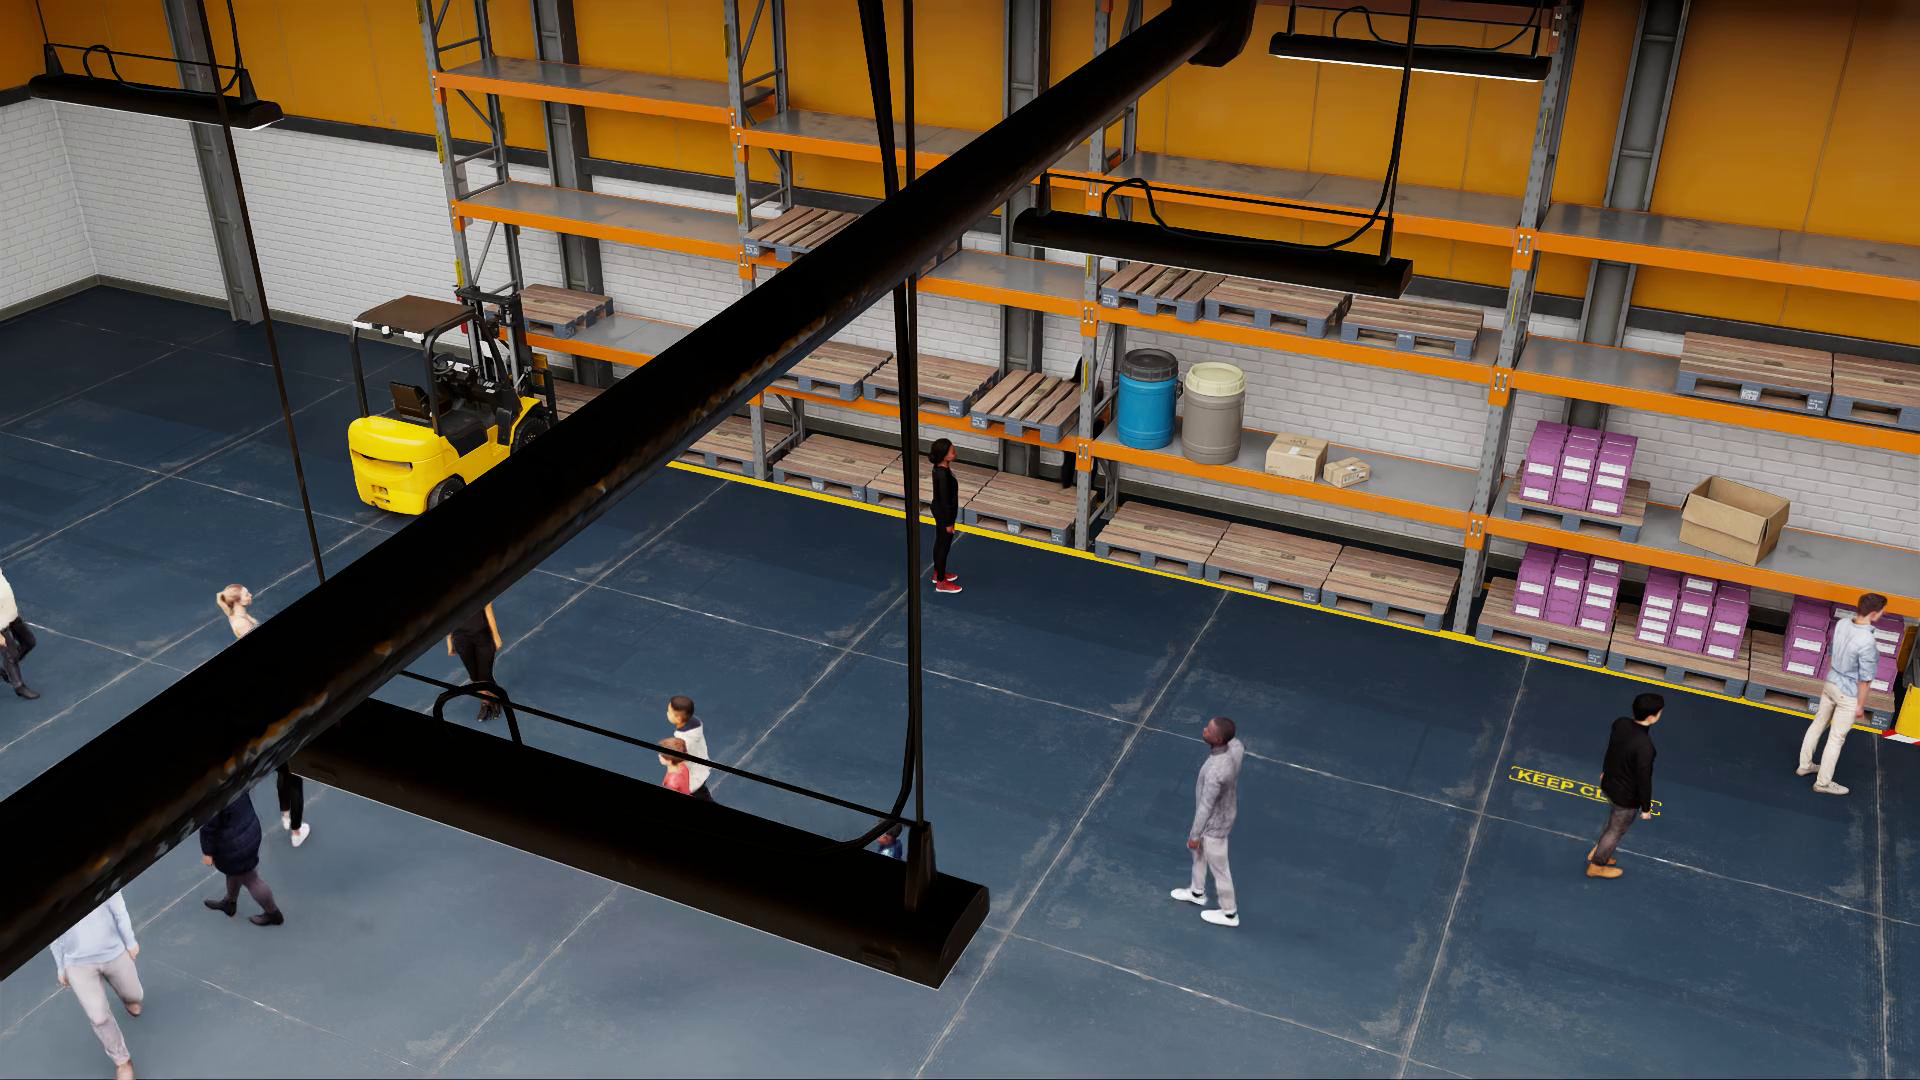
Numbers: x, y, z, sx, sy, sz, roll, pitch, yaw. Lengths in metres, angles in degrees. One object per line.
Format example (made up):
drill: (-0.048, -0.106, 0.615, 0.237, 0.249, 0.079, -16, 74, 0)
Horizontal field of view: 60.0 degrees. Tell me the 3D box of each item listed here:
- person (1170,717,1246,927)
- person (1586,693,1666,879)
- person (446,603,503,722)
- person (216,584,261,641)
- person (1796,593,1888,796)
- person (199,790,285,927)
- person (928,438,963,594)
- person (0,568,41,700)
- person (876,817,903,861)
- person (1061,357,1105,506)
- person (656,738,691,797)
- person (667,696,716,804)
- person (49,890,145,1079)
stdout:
person: (1.982, 2.102, 12.300, 0.788, 1.821, 0.704, 12, 31, 22)
person: (5.034, 1.902, 12.780, 0.756, 1.713, 0.753, -3, 29, -5)
person: (-4.295, 0.836, 14.792, 0.637, 1.659, 0.755, 2, 29, 3)
person: (-6.105, 1.186, 14.224, 0.992, 1.587, 1.072, -18, 33, -29)
person: (7.350, 1.248, 13.839, 0.737, 1.847, 0.735, -3, 29, -5)
person: (-5.285, 2.209, 12.283, 0.989, 1.650, 0.849, 2, 29, 4)
person: (-0.163, -0.263, 16.789, 0.710, 1.675, 0.685, -5, 29, -8)
person: (-8.711, 0.756, 15.021, 0.786, 1.578, 0.727, 0, 29, 0)
person: (-0.461, 2.540, 12.102, 0.580, 1.242, 0.561, 7, 29, 12)
person: (1.362, -1.228, 18.412, 0.772, 1.814, 0.829, -10, 30, -18)
person: (-2.100, 2.135, 12.686, 0.930, 1.395, 0.738, 0, 29, 1)
person: (-2.038, 1.863, 13.149, 0.997, 1.428, 0.799, 3, 29, 6)
person: (-5.765, 2.737, 11.085, 1.013, 1.871, 1.166, -16, 32, -27)
